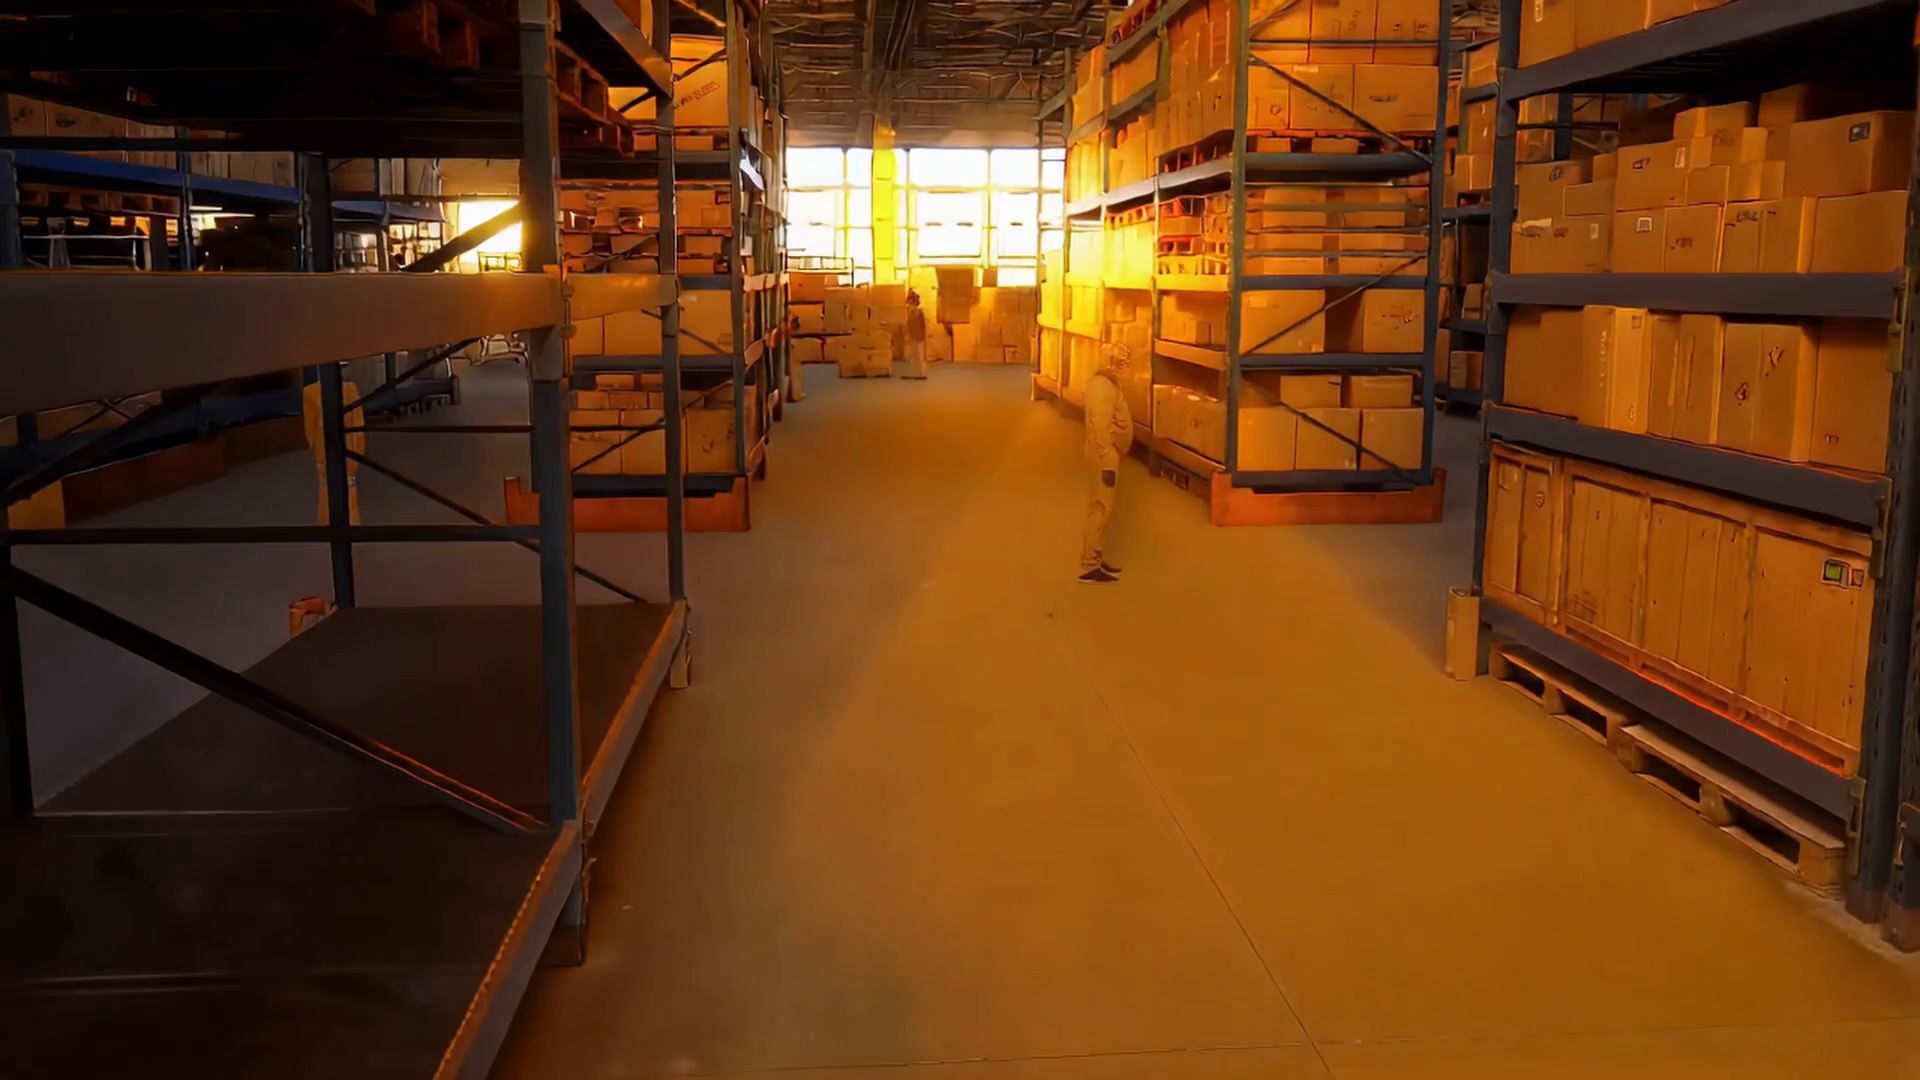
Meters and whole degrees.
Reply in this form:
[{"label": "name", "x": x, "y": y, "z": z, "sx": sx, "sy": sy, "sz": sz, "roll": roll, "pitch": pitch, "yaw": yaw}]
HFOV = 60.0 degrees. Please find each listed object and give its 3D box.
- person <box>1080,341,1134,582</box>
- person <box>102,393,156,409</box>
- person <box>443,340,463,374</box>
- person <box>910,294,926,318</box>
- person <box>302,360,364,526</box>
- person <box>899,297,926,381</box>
[{"label": "person", "x": 1.172, "y": -0.619, "z": 13.137, "sx": 0.404, "sy": 1.895, "sz": 0.662, "roll": 1, "pitch": 9, "yaw": 7}, {"label": "person", "x": -14.915, "y": -3.250, "z": 29.733, "sx": 0.643, "sy": 1.883, "sz": 0.967, "roll": 8, "pitch": 12, "yaw": 42}, {"label": "person", "x": -12.462, "y": -4.966, "z": 40.295, "sx": 0.547, "sy": 1.940, "sz": 0.725, "roll": 4, "pitch": 10, "yaw": 23}, {"label": "person", "x": -1.259, "y": -6.523, "z": 50.346, "sx": 0.428, "sy": 1.840, "sz": 0.631, "roll": 5, "pitch": 10, "yaw": 29}, {"label": "person", "x": -5.686, "y": -0.879, "z": 15.139, "sx": 0.526, "sy": 1.768, "sz": 0.331, "roll": -1, "pitch": 9, "yaw": -6}, {"label": "person", "x": -1.127, "y": -4.585, "z": 37.957, "sx": 0.881, "sy": 1.902, "sz": 0.645, "roll": -5, "pitch": 10, "yaw": -27}]
